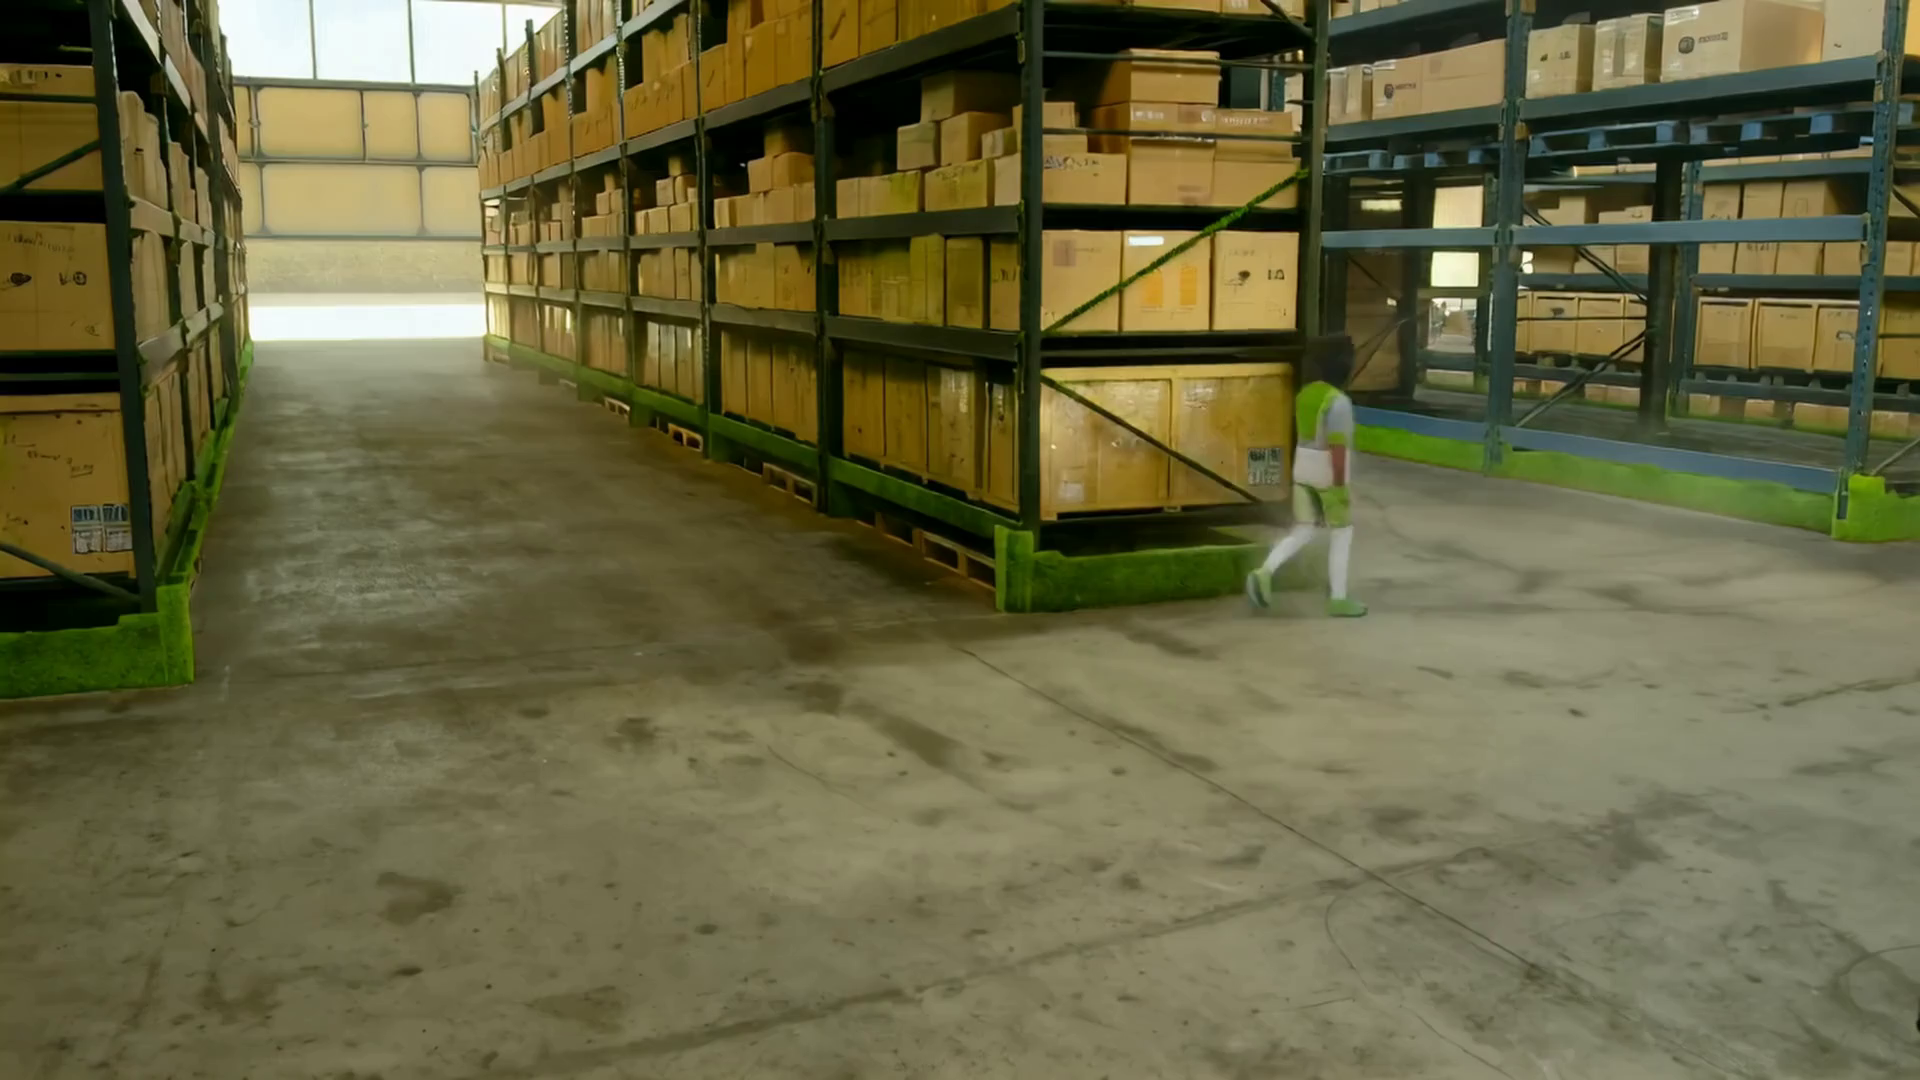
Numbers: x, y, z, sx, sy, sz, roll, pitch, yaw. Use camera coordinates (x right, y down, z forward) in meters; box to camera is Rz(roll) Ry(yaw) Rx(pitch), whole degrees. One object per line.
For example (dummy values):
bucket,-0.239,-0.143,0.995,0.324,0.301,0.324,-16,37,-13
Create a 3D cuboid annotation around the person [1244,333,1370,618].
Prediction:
person,2.038,-0.358,9.613,0.686,1.673,0.537,-3,10,-19
